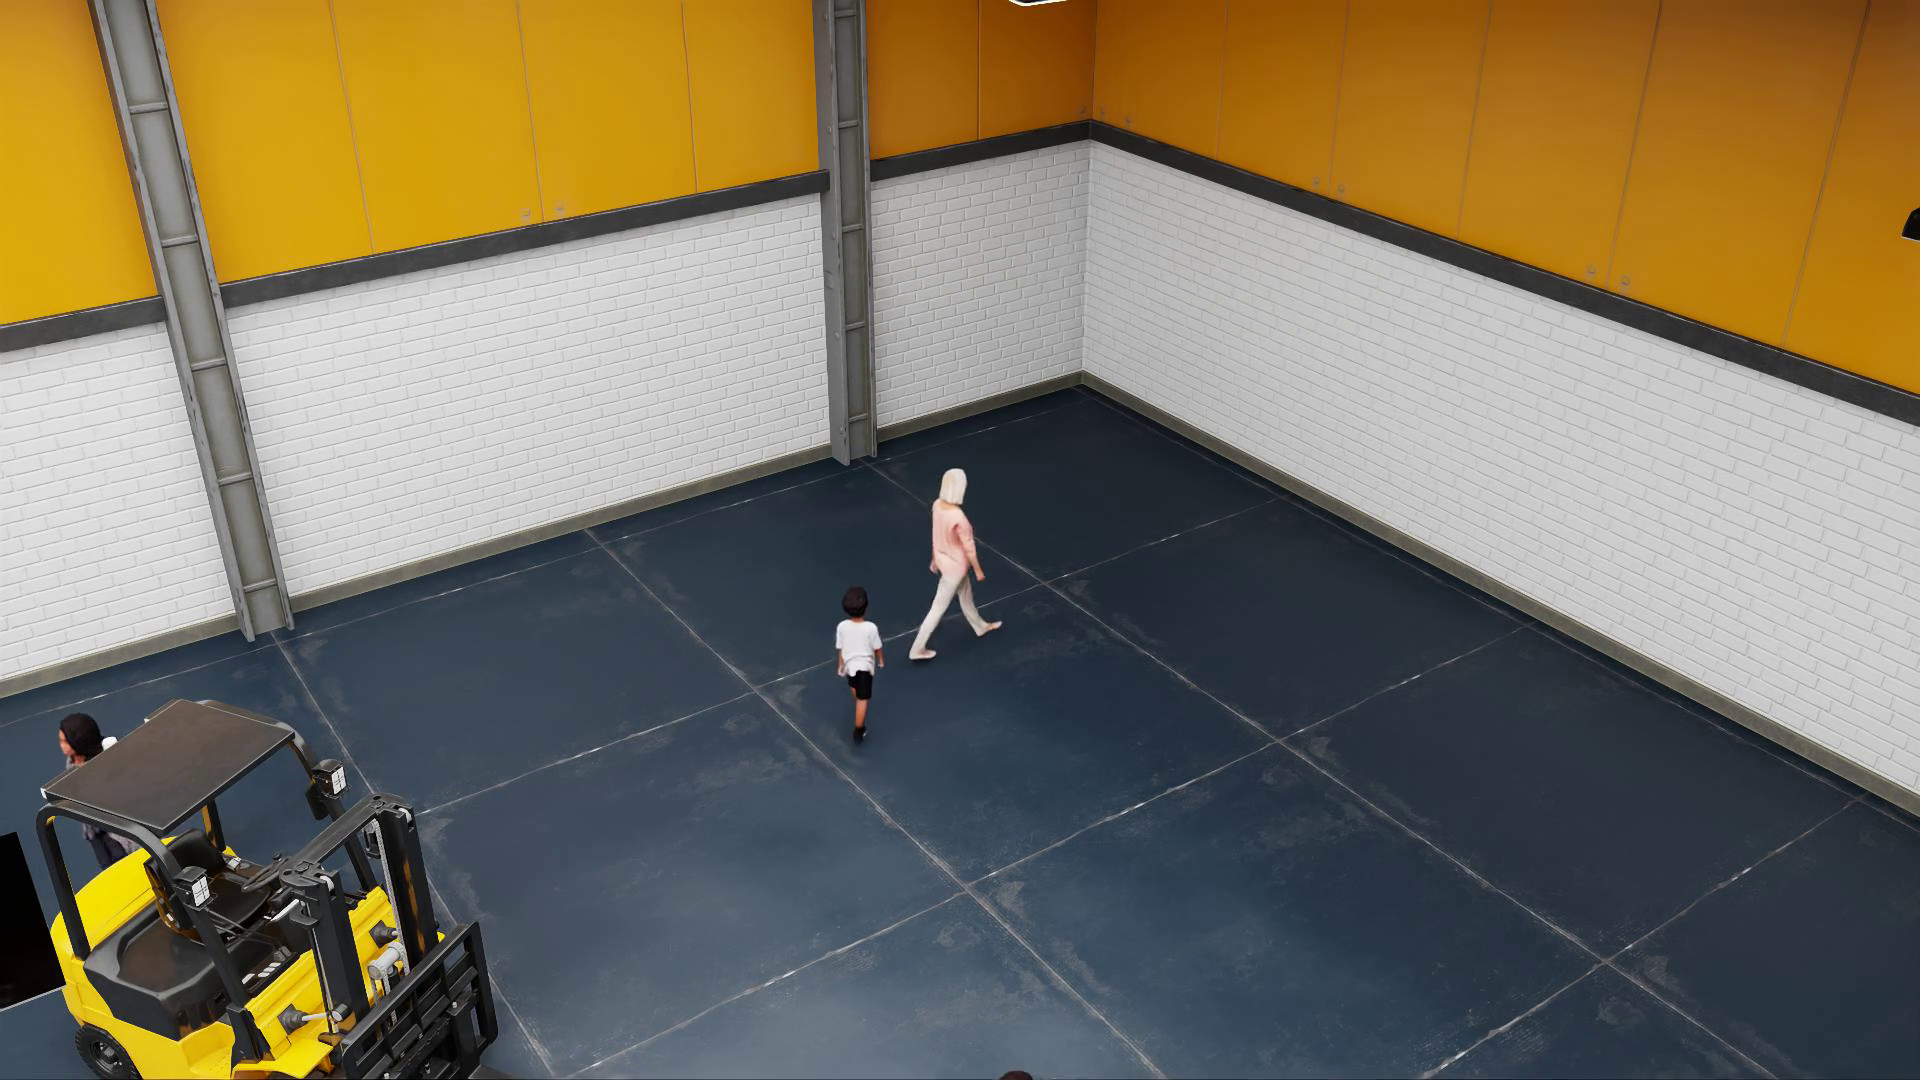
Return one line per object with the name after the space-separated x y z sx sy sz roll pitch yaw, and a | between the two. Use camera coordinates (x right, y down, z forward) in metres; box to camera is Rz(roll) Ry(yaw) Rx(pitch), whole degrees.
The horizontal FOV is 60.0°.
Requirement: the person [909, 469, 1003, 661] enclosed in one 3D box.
-0.137 0.253 13.655 1.178 1.671 0.674 -16 32 -27 | person

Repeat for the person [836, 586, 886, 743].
-0.781 0.984 12.783 0.826 1.222 0.898 6 29 10 | person

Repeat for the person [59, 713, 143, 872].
-5.528 1.780 10.938 0.812 1.592 0.892 13 31 22 | person
